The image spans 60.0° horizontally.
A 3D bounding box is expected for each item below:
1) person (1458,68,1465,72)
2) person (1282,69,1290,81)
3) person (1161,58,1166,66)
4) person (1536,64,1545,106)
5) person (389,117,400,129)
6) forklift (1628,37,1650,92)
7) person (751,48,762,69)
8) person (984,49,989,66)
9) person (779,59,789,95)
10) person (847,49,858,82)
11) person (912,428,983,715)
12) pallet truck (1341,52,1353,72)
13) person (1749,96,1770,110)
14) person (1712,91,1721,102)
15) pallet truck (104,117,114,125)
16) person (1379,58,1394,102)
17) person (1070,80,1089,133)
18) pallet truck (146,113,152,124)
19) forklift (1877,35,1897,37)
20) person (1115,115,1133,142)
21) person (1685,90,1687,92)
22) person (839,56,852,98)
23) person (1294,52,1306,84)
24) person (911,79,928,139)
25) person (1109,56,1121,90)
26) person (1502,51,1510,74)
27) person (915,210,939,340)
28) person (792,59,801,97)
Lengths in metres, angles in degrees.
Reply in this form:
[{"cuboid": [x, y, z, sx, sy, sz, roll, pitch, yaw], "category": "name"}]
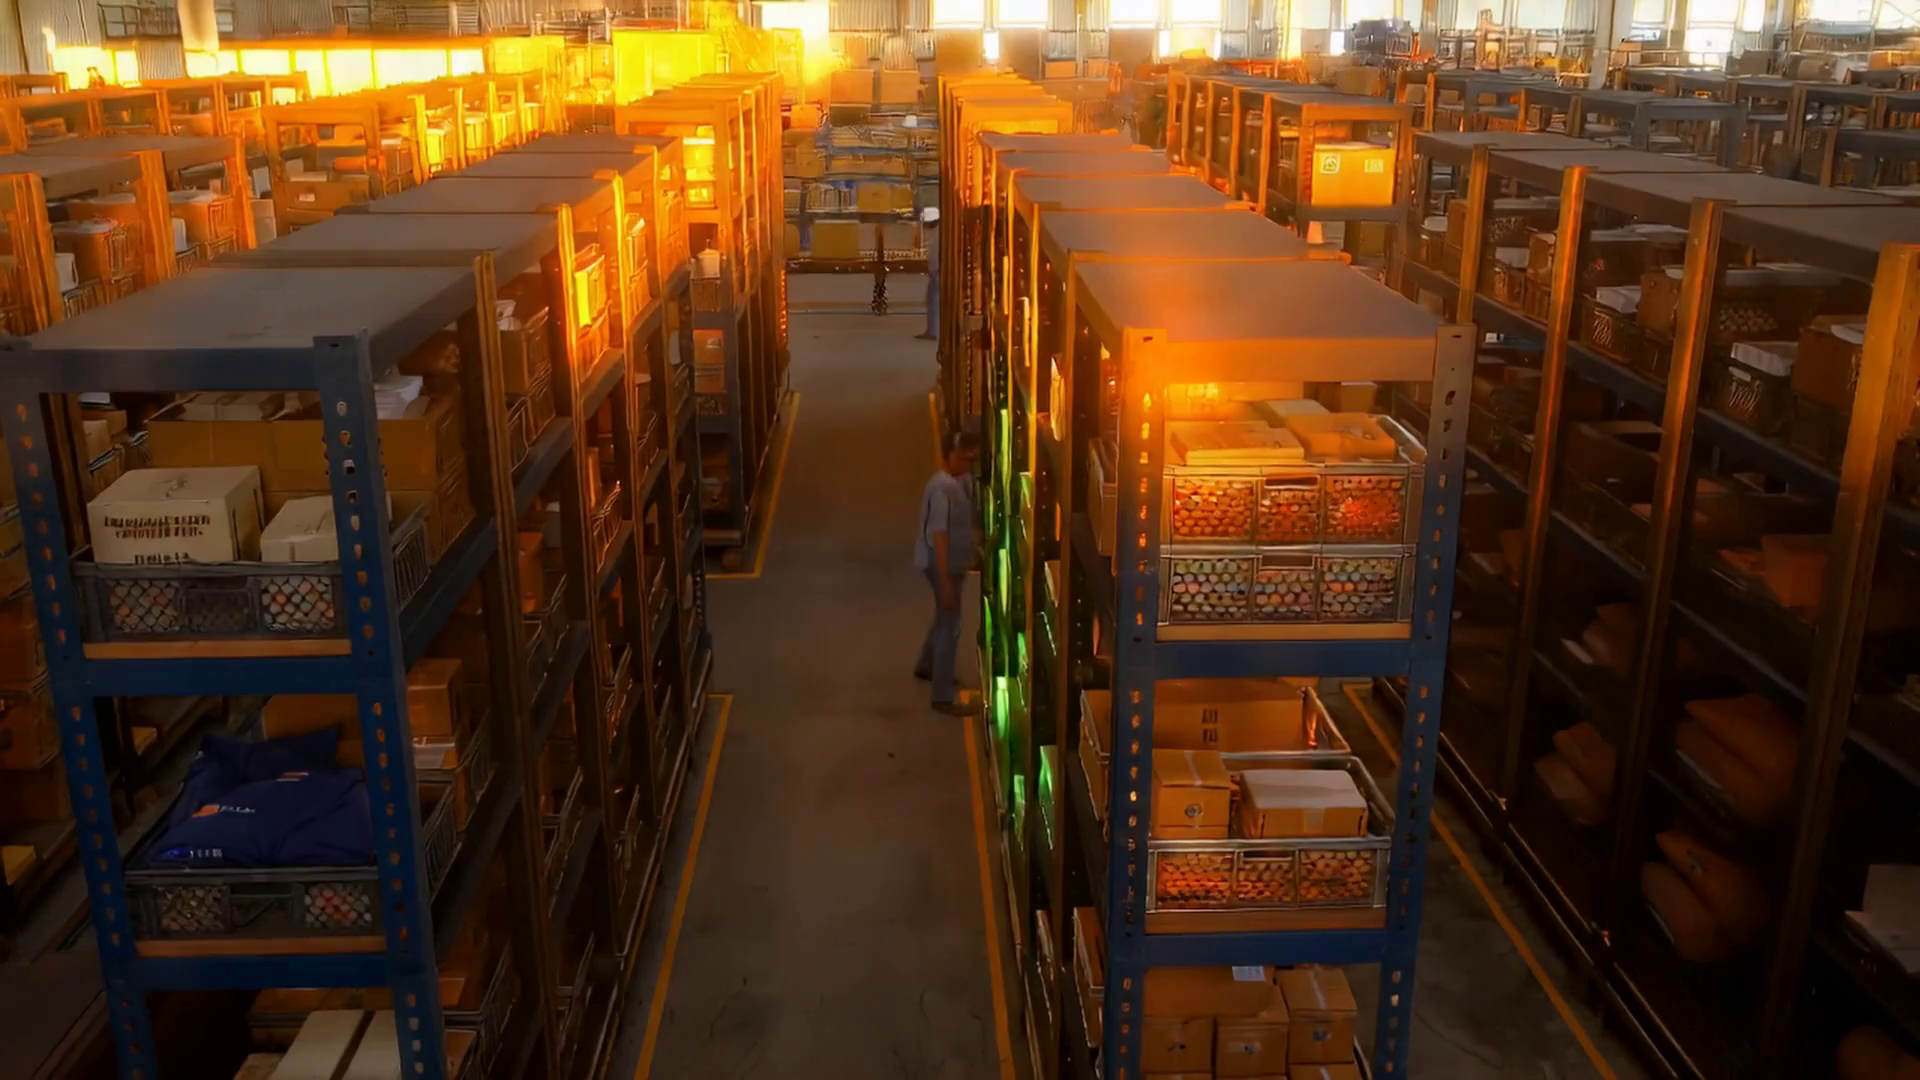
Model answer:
[{"cuboid": [18.875, -16.854, 62.900, 0.426, 1.950, 0.634, 0, 18, -1], "category": "person"}, {"cuboid": [12.134, -16.607, 62.163, 0.375, 1.935, 0.551, 4, 18, 11], "category": "person"}, {"cuboid": [9.314, -21.091, 76.125, 0.582, 1.882, 0.338, 12, 21, 32], "category": "person"}, {"cuboid": [24.114, -18.862, 69.273, 0.531, 1.858, 0.324, -10, 20, -27], "category": "person"}, {"cuboid": [-18.049, -13.536, 52.972, 0.492, 1.742, 0.318, 7, 19, 20], "category": "person"}, {"cuboid": [30.674, -21.491, 75.767, 1.129, 2.768, 1.873, -1, 18, -2], "category": "forklift"}, {"cuboid": [-11.213, -26.160, 91.778, 0.615, 1.911, 0.379, -6, 19, -19], "category": "person"}, {"cuboid": [1.452, -26.311, 92.326, 0.567, 1.855, 0.548, 8, 19, 22], "category": "person"}, {"cuboid": [-8.506, -22.162, 79.580, 0.500, 1.809, 0.938, -10, 20, -27], "category": "person"}, {"cuboid": [-5.979, -26.573, 93.184, 0.726, 1.818, 0.661, 3, 18, 8], "category": "person"}, {"cuboid": [-0.109, 0.168, 10.440, 0.525, 1.823, 0.757, 3, 18, 9], "category": "person"}, {"cuboid": [18.794, -23.123, 82.231, 0.823, 1.965, 1.885, -13, 22, -35], "category": "pallet truck"}, {"cuboid": [22.361, -11.558, 46.619, 0.662, 1.881, 0.642, 1, 18, 4], "category": "person"}, {"cuboid": [25.848, -14.878, 56.912, 0.639, 1.891, 0.986, 14, 23, 37], "category": "person"}, {"cuboid": [-18.367, -7.885, 35.078, 1.885, 1.965, 0.823, 1, 18, 2], "category": "pallet truck"}, {"cuboid": [18.781, -20.240, 73.240, 0.688, 2.000, 1.002, 10, 21, 29], "category": "person"}, {"cuboid": [4.070, -14.720, 56.537, 0.611, 1.799, 0.574, 5, 18, 14], "category": "person"}, {"cuboid": [-18.087, -8.309, 36.390, 1.885, 1.965, 0.823, -1, 18, -4], "category": "pallet truck"}, {"cuboid": [44.184, -22.804, 79.830, 1.129, 2.768, 1.873, -1, 18, -2], "category": "forklift"}, {"cuboid": [4.070, -9.789, 41.559, 0.521, 1.618, 0.385, 9, 20, 25], "category": "person"}, {"cuboid": [21.818, -12.792, 50.233, 0.603, 2.008, 0.836, -1, 18, -4], "category": "person"}, {"cuboid": [-5.324, -21.663, 77.876, 0.636, 1.890, 0.779, -5, 18, -14], "category": "person"}, {"cuboid": [17.152, -23.585, 83.810, 0.586, 1.905, 0.423, -2, 18, -6], "category": "person"}, {"cuboid": [-1.299, -13.786, 53.379, 0.741, 1.974, 0.621, 5, 19, 15], "category": "person"}, {"cuboid": [7.313, -21.907, 78.672, 0.574, 1.877, 0.354, -5, 19, -15], "category": "person"}, {"cuboid": [28.314, -24.470, 86.521, 0.420, 1.926, 0.627, -5, 18, -14], "category": "person"}, {"cuboid": [-0.205, -3.452, 21.786, 0.749, 1.736, 0.524, 2, 18, 6], "category": "person"}, {"cuboid": [-7.490, -21.291, 76.717, 0.391, 1.906, 0.603, 1, 18, 4], "category": "person"}]
